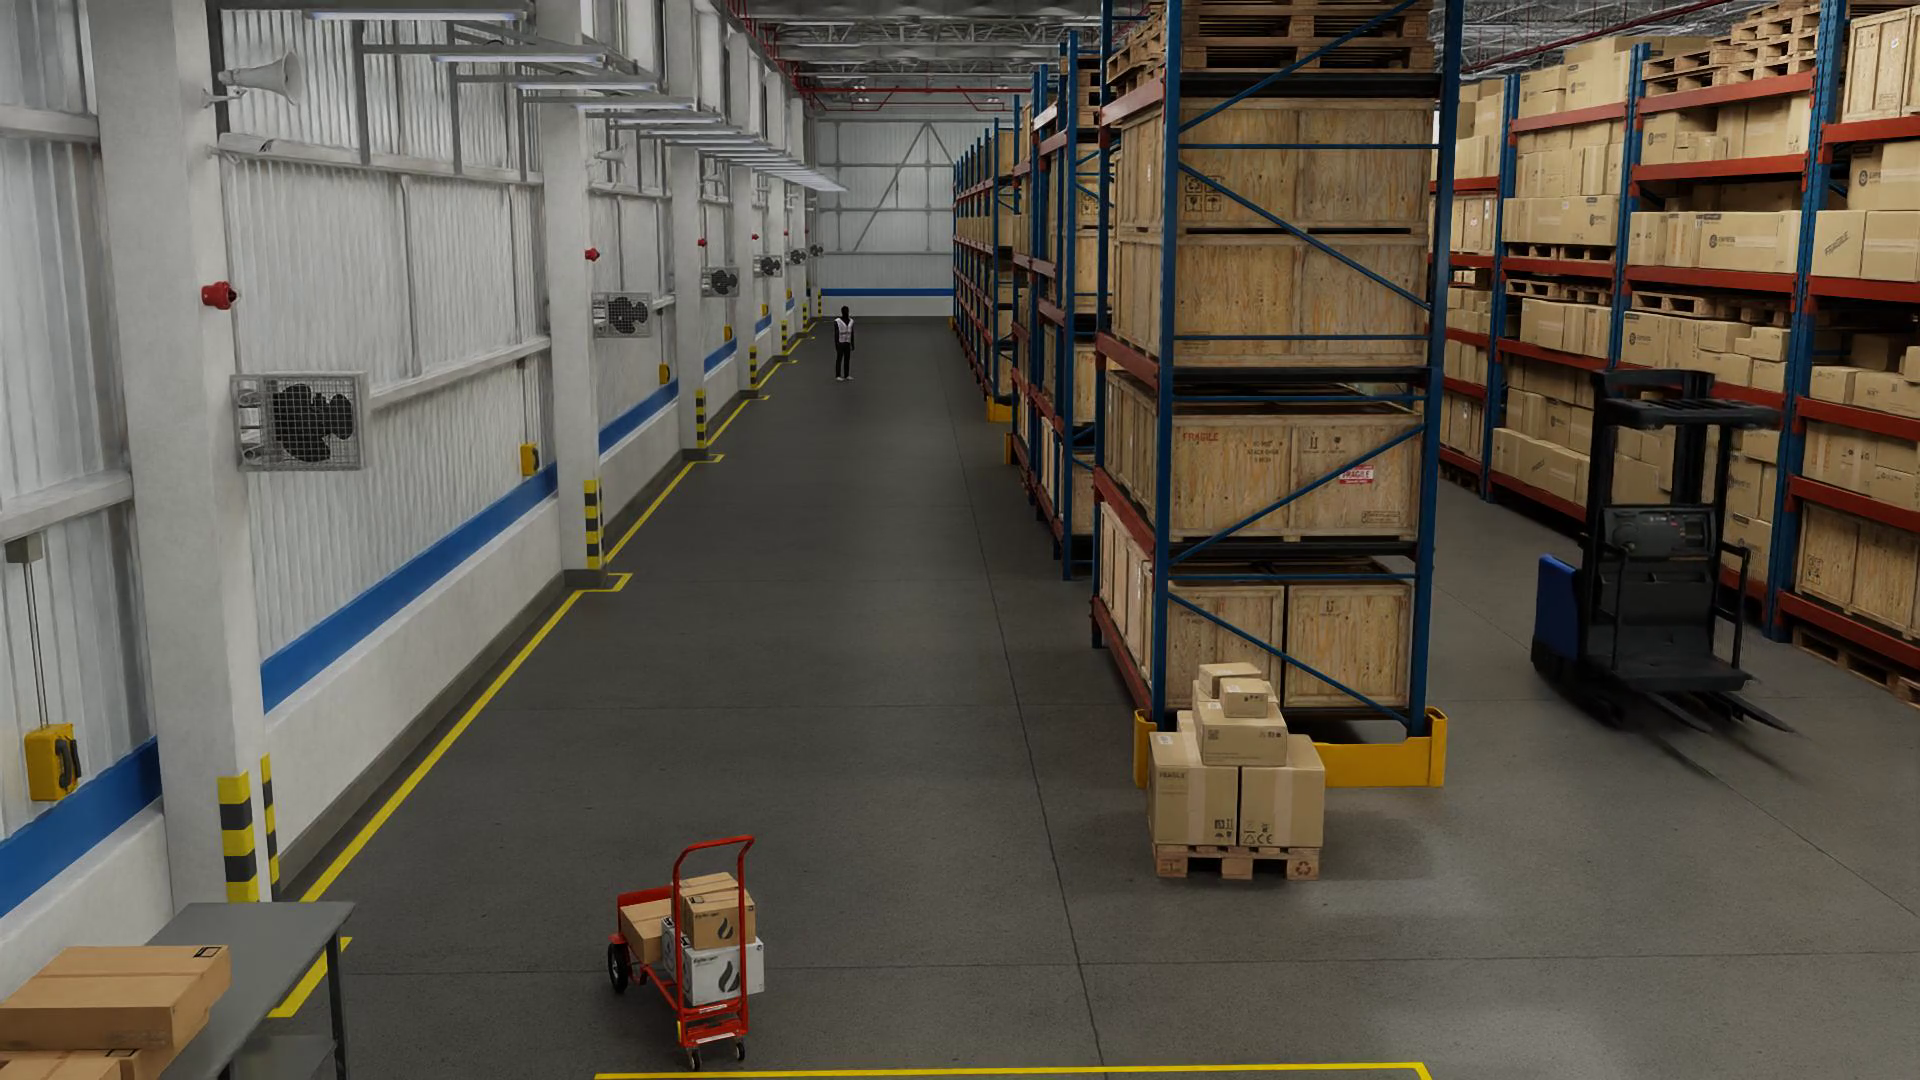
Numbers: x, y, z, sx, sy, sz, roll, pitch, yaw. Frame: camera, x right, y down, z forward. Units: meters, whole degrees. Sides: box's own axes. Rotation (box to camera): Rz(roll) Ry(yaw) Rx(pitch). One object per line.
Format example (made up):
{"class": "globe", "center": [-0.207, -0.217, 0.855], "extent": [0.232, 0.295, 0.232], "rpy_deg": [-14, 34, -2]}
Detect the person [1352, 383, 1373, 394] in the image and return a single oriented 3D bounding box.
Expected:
{"class": "person", "center": [7.178, -2.667, 30.076], "extent": [0.651, 1.971, 0.644], "rpy_deg": [5, 12, 26]}

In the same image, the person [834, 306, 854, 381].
{"class": "person", "center": [-2.970, -5.026, 42.544], "extent": [0.588, 1.910, 0.400], "rpy_deg": [-9, 14, -41]}

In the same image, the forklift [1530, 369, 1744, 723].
{"class": "forklift", "center": [5.762, -0.052, 14.118], "extent": [1.129, 2.768, 1.873], "rpy_deg": [0, 11, -2]}
